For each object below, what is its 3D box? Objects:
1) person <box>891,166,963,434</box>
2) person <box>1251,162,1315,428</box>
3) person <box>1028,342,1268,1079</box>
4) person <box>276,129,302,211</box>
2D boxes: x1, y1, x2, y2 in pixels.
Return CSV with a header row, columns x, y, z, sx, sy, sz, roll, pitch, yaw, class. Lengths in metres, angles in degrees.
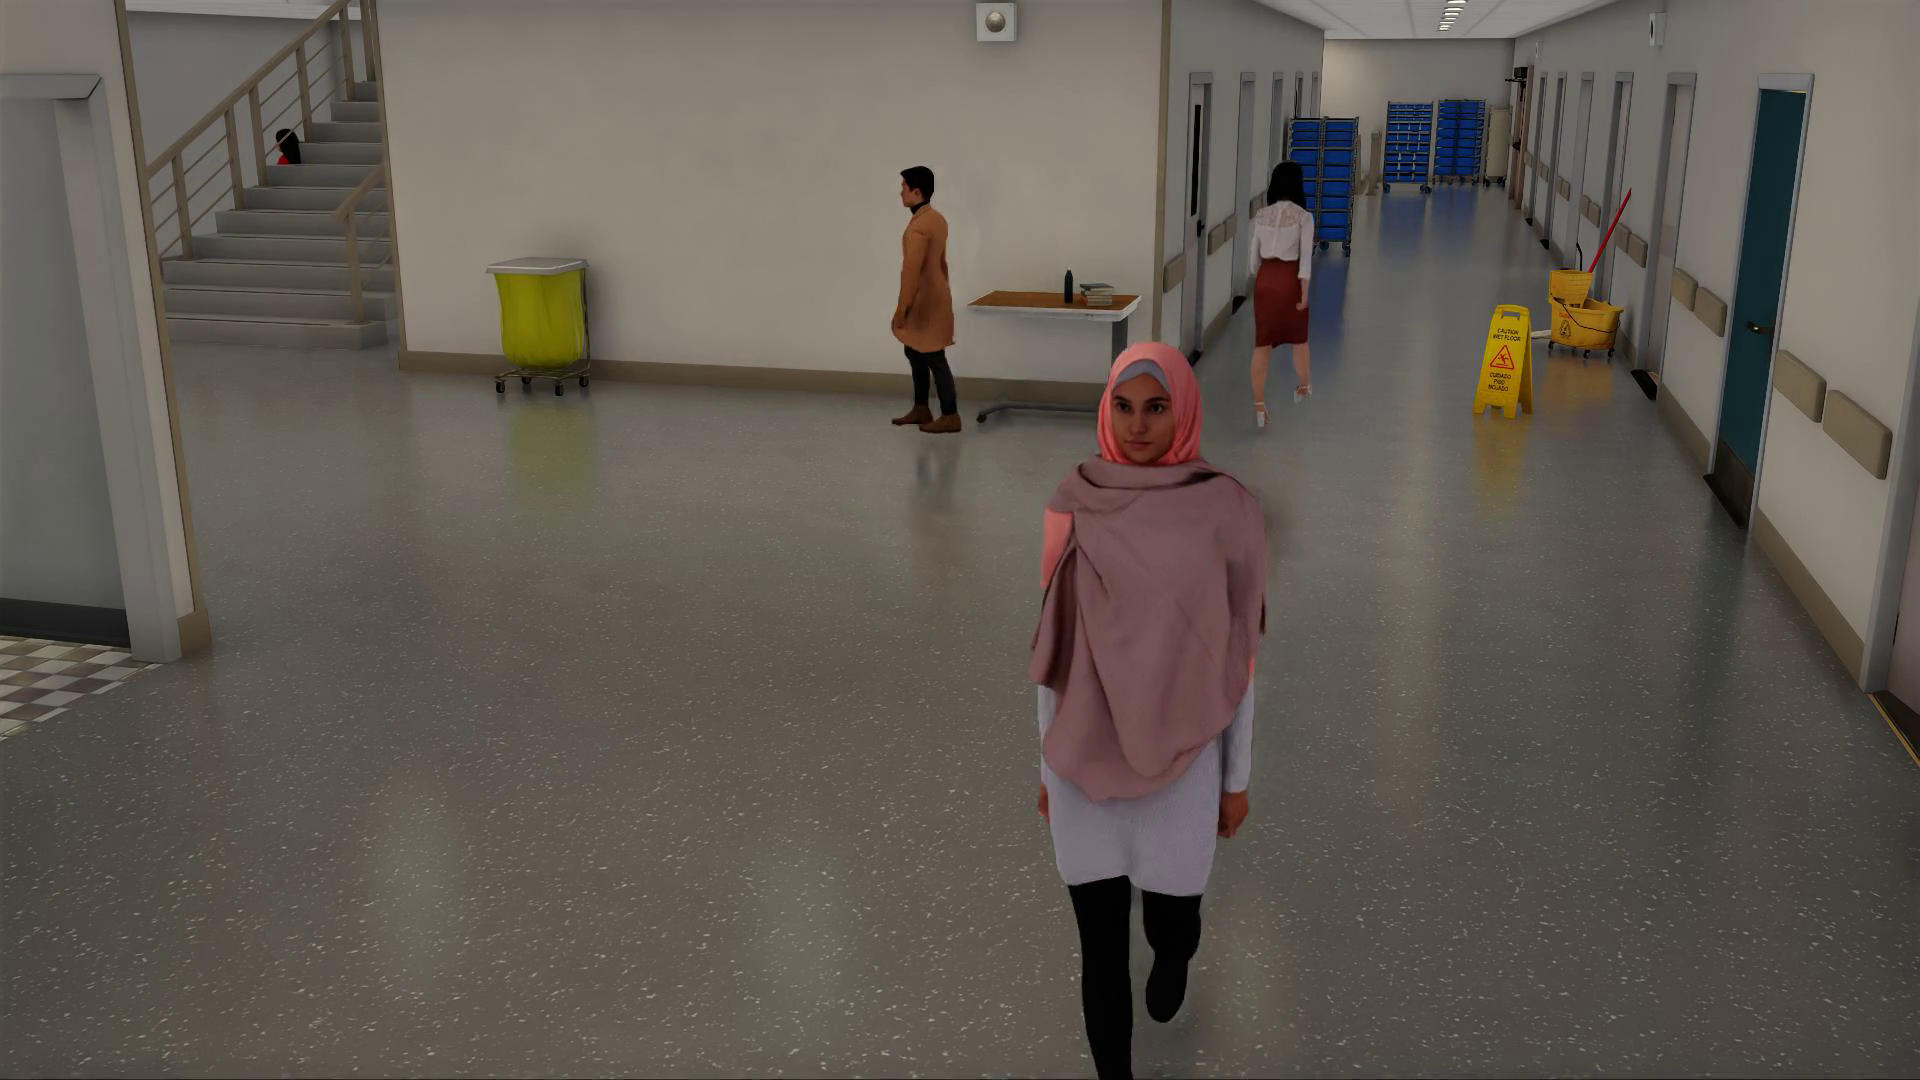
x,y,z,sx,sy,sz,roll,pitch,yaw,class
-0.124,-1.539,10.753,0.755,1.714,0.662,3,16,11,person
2.073,-1.574,10.977,0.824,1.703,1.173,10,18,31,person
0.392,0.470,3.575,0.632,1.786,0.981,4,16,13,person
-6.923,-3.391,17.336,0.710,1.749,0.590,2,16,6,person
